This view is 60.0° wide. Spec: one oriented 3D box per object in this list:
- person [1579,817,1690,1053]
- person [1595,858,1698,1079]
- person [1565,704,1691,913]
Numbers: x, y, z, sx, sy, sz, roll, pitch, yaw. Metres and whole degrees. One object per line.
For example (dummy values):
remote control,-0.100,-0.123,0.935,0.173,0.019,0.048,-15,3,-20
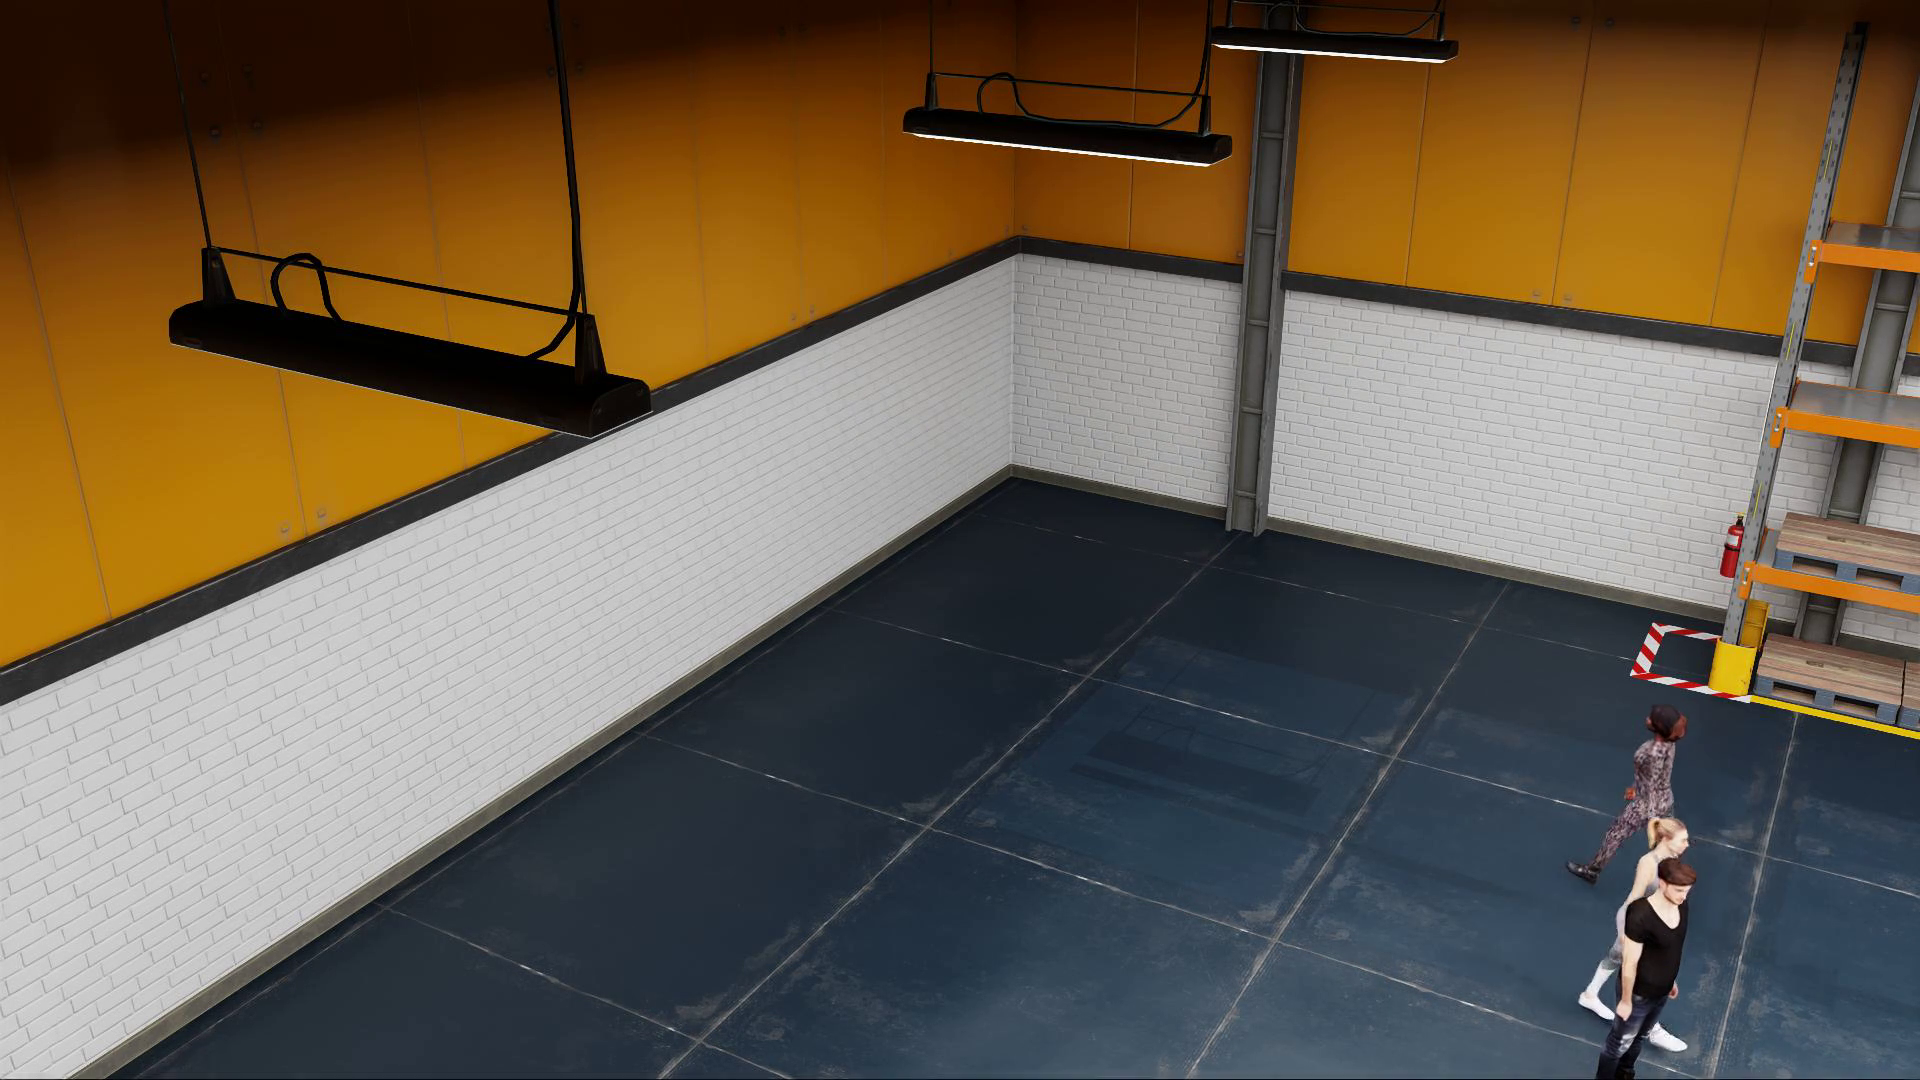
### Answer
person,4.461,2.545,11.155,0.798,1.665,1.081,-18,29,-35
person,4.249,2.770,10.353,0.758,1.894,0.736,-15,28,-30
person,5.217,2.022,12.354,1.185,1.662,0.696,18,29,35
